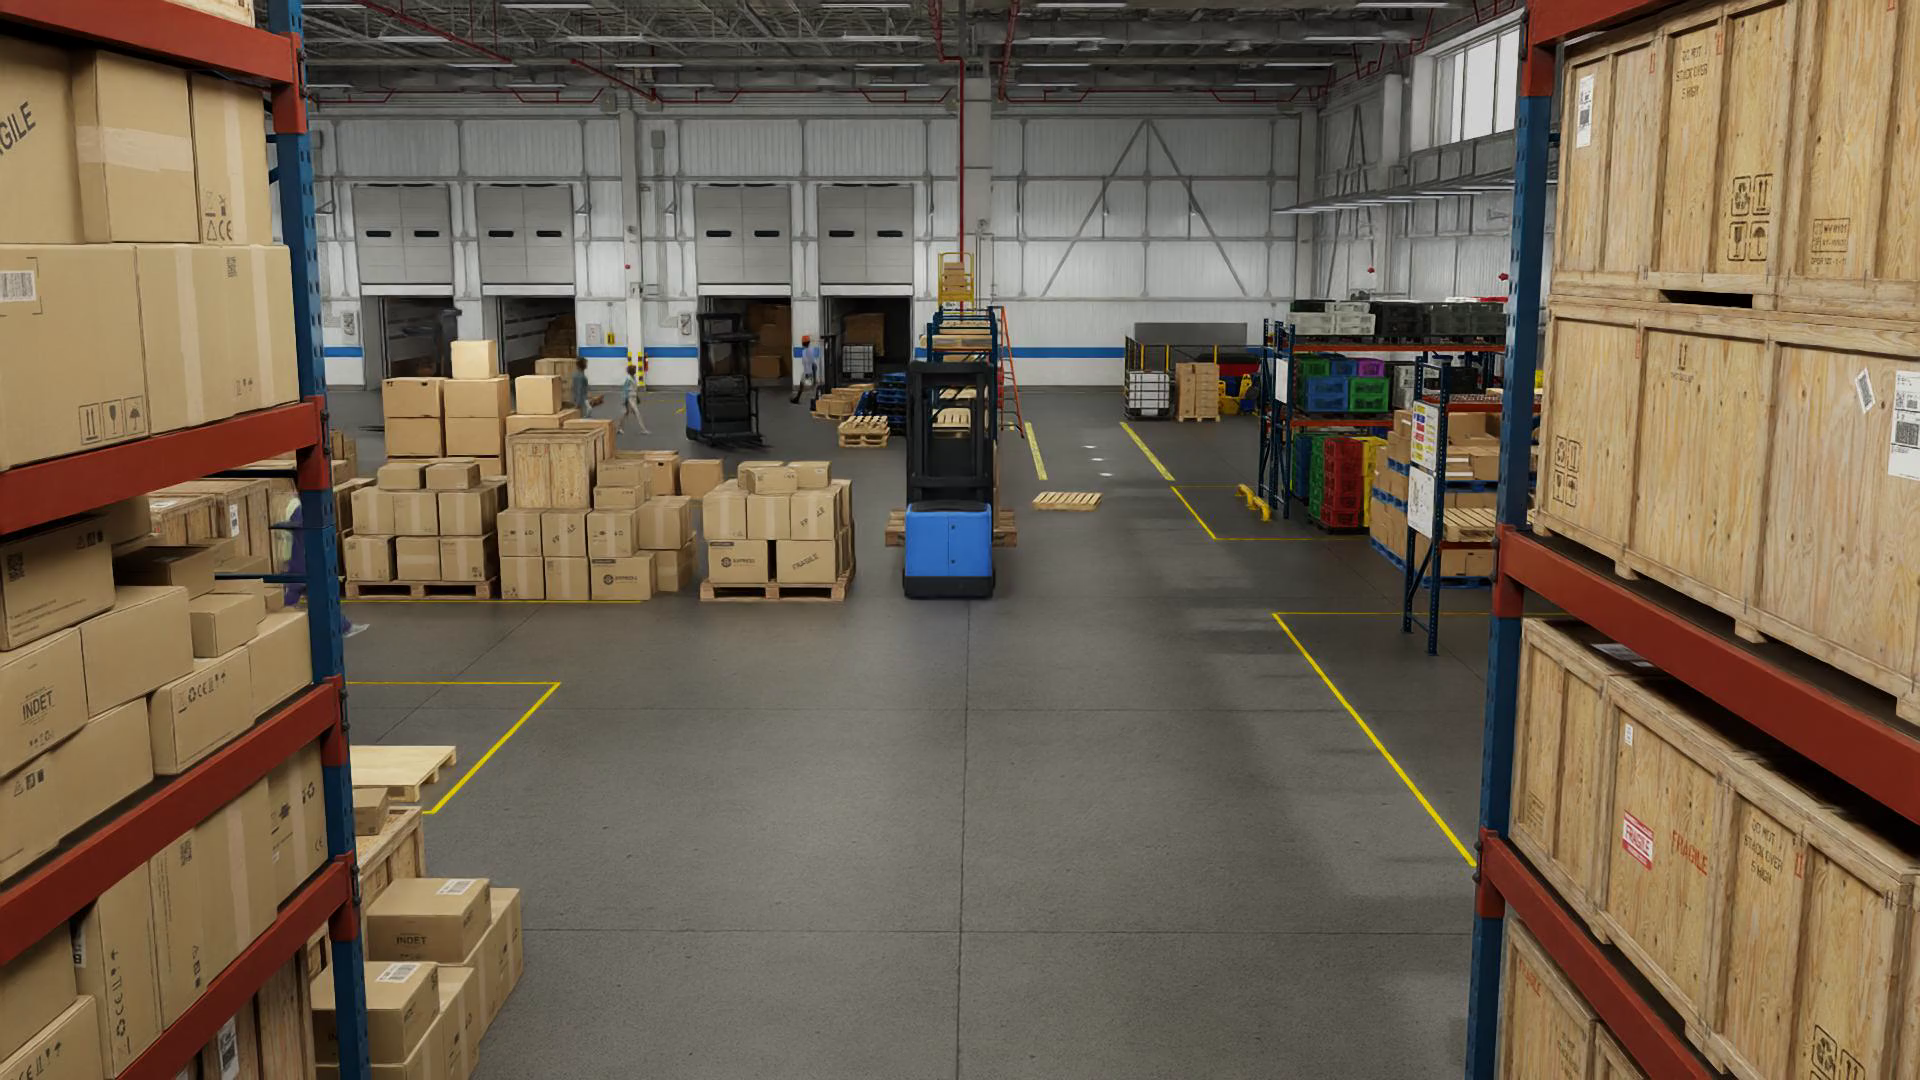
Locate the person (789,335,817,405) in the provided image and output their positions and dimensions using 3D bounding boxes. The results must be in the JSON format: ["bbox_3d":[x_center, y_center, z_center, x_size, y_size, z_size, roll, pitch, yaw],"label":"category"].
[{"bbox_3d":[-4.142,-4.595,45.081,1.010,1.892,0.544,5,11,27],"label":"person"}]

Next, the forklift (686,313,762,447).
[{"bbox_3d":[-5.157,-3.490,35.836,1.129,2.768,1.873,-5,11,-27],"label":"forklift"}]

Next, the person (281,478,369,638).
[{"bbox_3d":[-6.799,0.185,17.543,0.986,1.870,0.591,-3,10,-14],"label":"person"}]

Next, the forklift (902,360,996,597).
[{"bbox_3d":[-0.129,-0.810,20.374,1.129,2.768,1.873,0,10,1],"label":"forklift"}]

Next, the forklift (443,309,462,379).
[{"bbox_3d":[-11.663,-3.918,38.306,1.873,2.768,1.129,-3,10,-17],"label":"forklift"}]

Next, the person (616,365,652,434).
[{"bbox_3d":[-7.476,-3.193,37.825,0.856,1.592,0.532,0,10,2],"label":"person"}]

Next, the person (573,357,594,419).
[{"bbox_3d":[-8.149,-2.997,35.839,0.832,1.913,0.641,-3,10,-15],"label":"person"}]

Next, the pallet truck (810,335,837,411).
[{"bbox_3d":[-3.021,-4.312,43.126,1.885,1.965,0.823,3,10,17],"label":"pallet truck"}]
